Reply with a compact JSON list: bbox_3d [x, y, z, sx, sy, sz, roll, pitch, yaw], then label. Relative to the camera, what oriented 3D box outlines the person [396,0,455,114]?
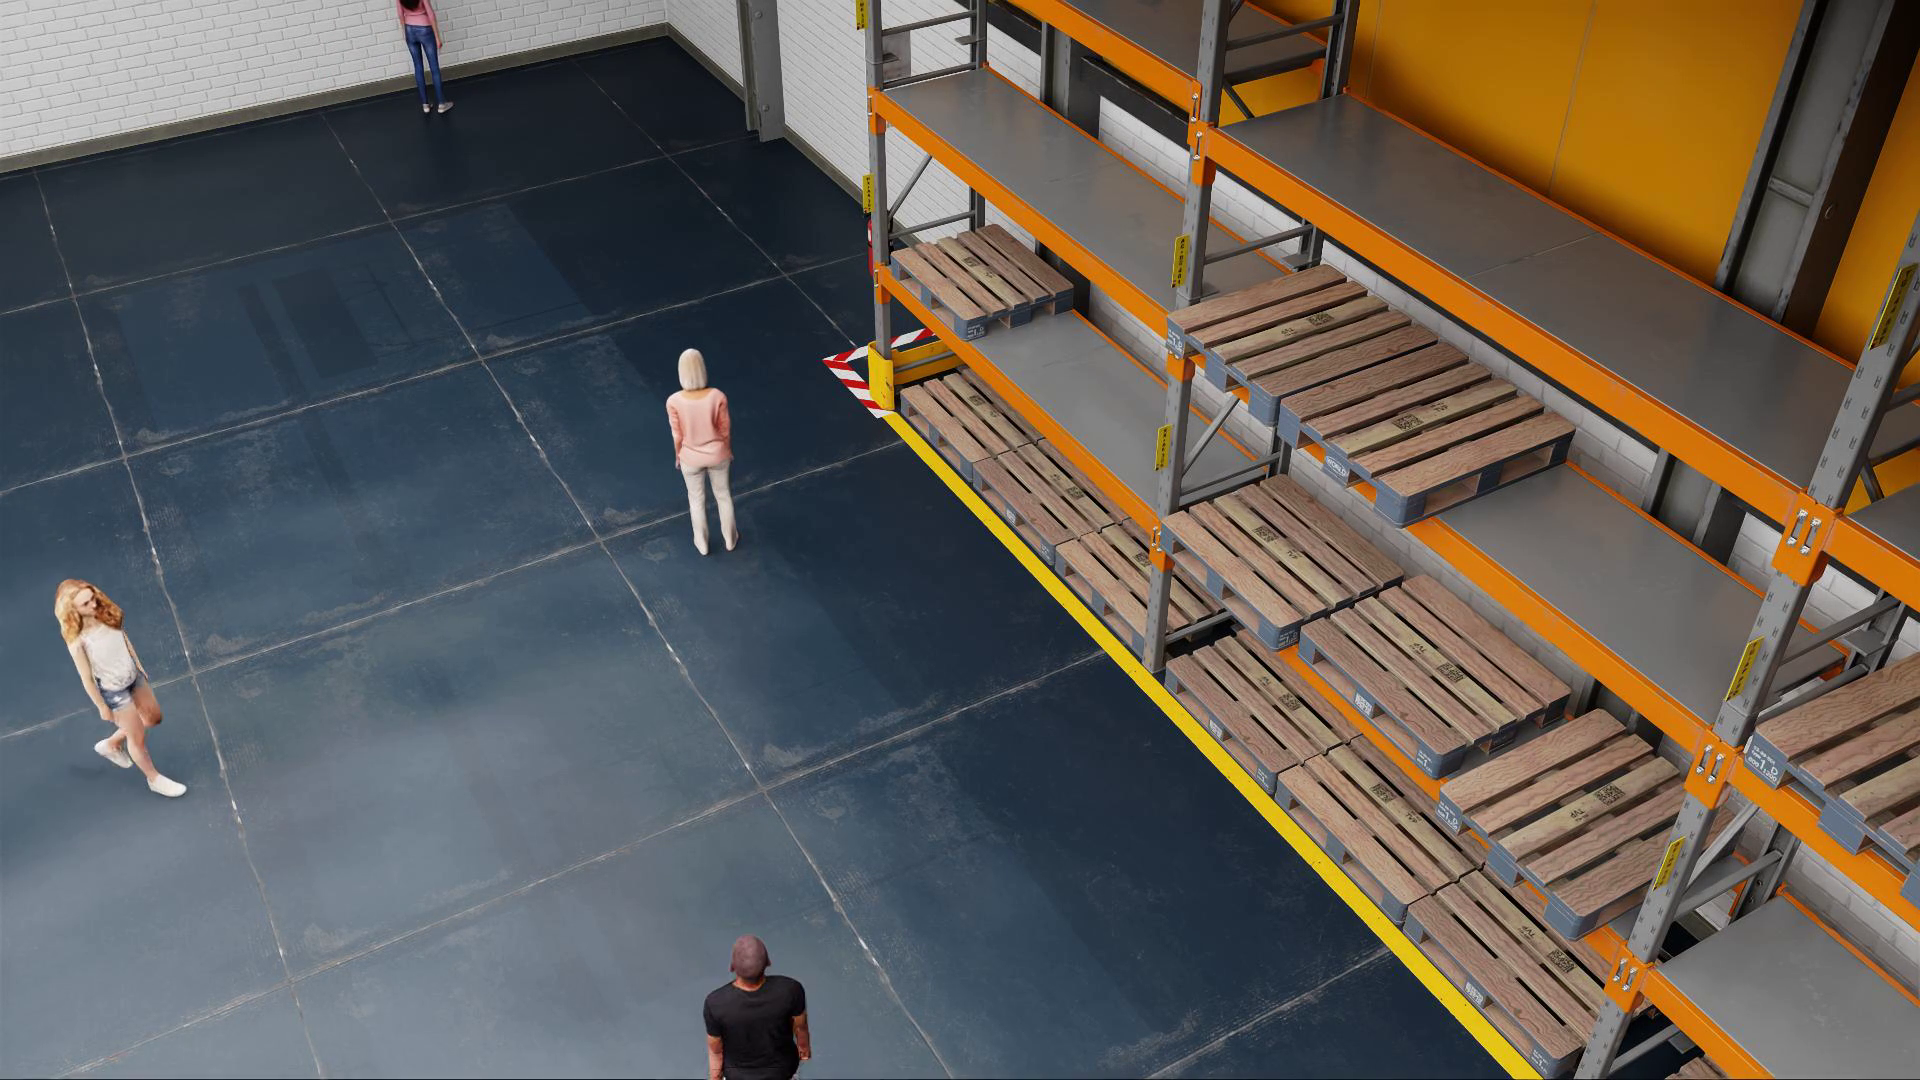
[{"bbox_3d":[-6.002,-5.616,18.466,0.651,1.742,0.689,5,39,6],"label":"person"}]

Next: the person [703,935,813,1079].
[{"bbox_3d":[-0.963,2.629,8.102,0.756,1.791,0.752,-9,40,-12],"label":"person"}]

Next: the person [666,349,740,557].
[{"bbox_3d":[-1.892,-0.638,12.247,0.657,1.724,0.611,-9,39,-11],"label":"person"}]

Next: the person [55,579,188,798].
[{"bbox_3d":[-5.291,0.908,10.289,0.909,1.751,0.869,6,39,8],"label":"person"}]
